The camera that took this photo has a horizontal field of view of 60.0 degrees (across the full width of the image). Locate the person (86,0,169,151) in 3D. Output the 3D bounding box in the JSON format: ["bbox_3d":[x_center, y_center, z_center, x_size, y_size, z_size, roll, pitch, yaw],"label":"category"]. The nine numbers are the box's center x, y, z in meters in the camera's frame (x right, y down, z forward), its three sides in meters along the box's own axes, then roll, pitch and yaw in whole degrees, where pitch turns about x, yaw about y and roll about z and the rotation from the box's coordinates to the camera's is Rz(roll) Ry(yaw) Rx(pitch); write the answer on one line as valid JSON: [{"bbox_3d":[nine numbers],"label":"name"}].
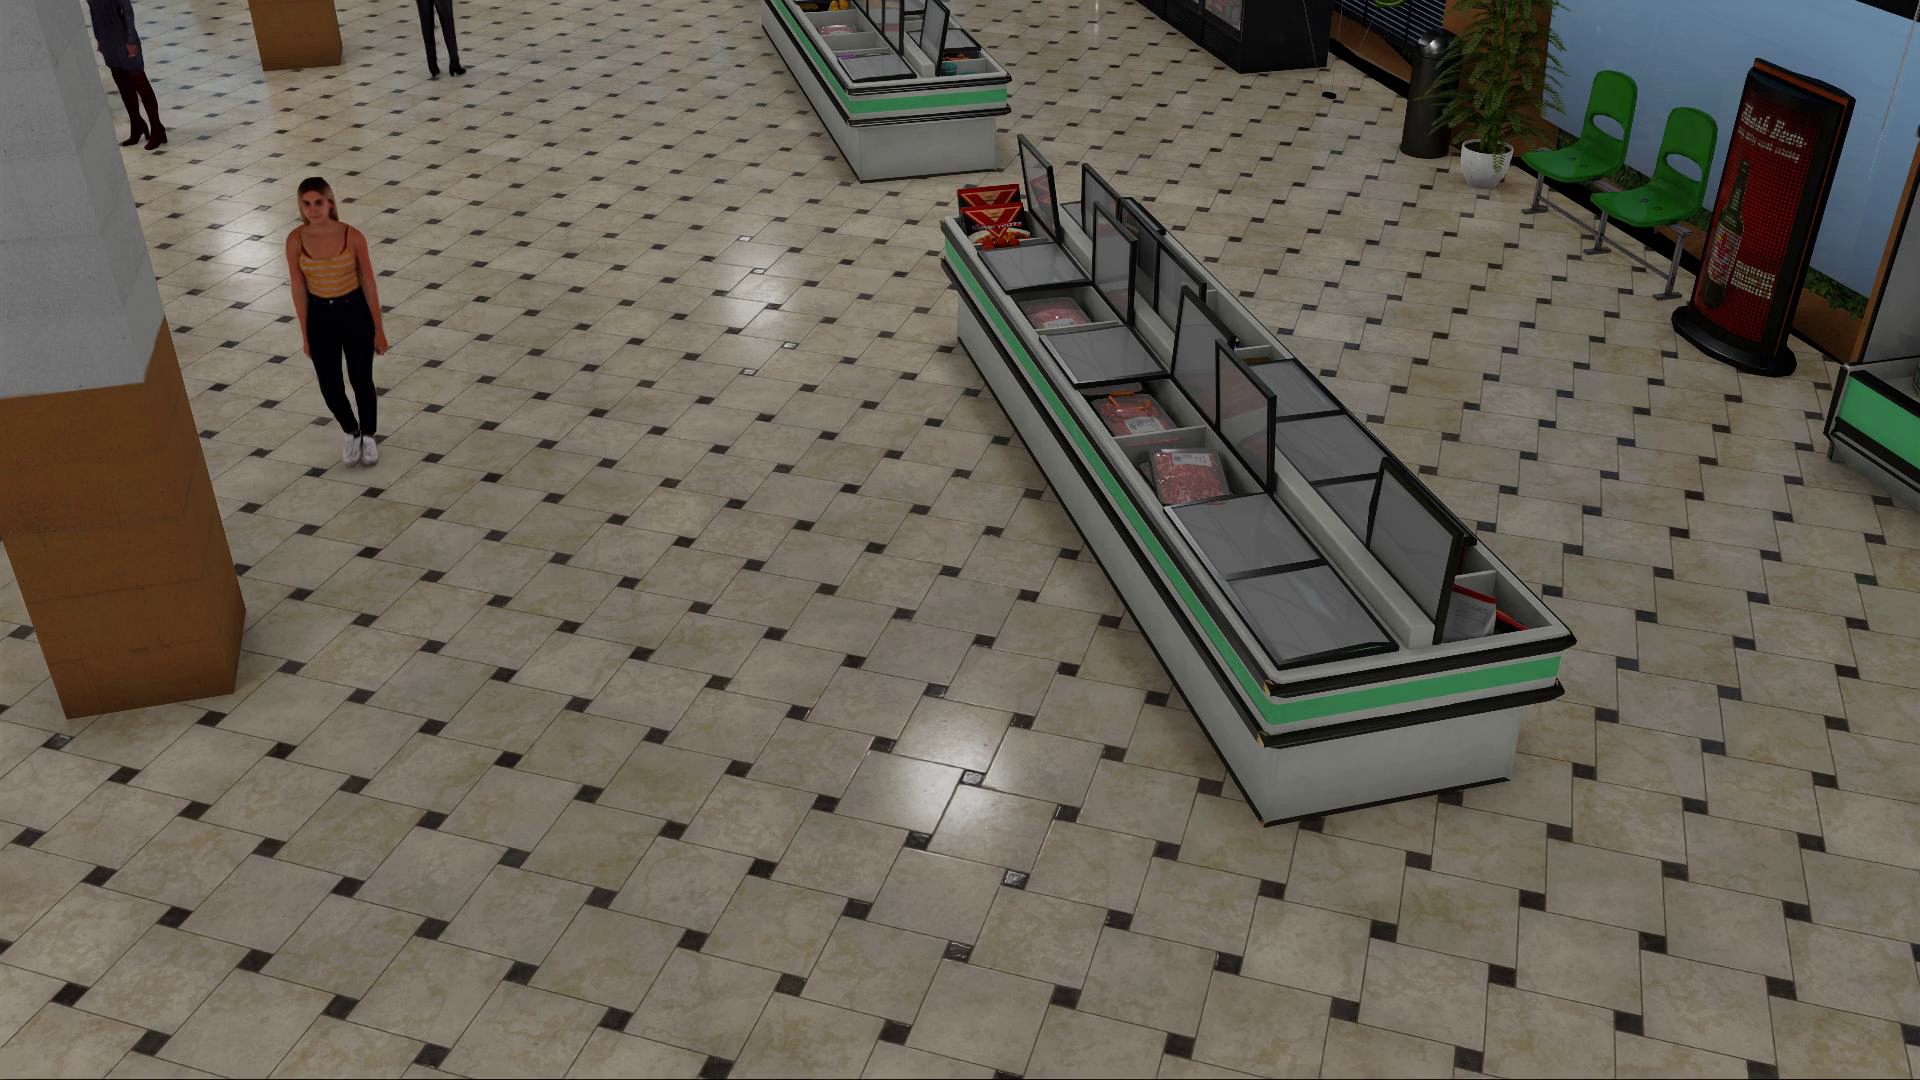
[{"bbox_3d":[-6.778,-4.023,13.418,0.659,1.710,0.718,17,36,25],"label":"person"}]

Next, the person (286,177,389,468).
[{"bbox_3d":[-3.326,-1.189,8.945,0.577,1.623,0.549,-8,33,-12],"label":"person"}]

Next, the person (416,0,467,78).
[{"bbox_3d":[-4.824,-5.041,15.170,0.648,1.588,0.588,2,32,3],"label":"person"}]
